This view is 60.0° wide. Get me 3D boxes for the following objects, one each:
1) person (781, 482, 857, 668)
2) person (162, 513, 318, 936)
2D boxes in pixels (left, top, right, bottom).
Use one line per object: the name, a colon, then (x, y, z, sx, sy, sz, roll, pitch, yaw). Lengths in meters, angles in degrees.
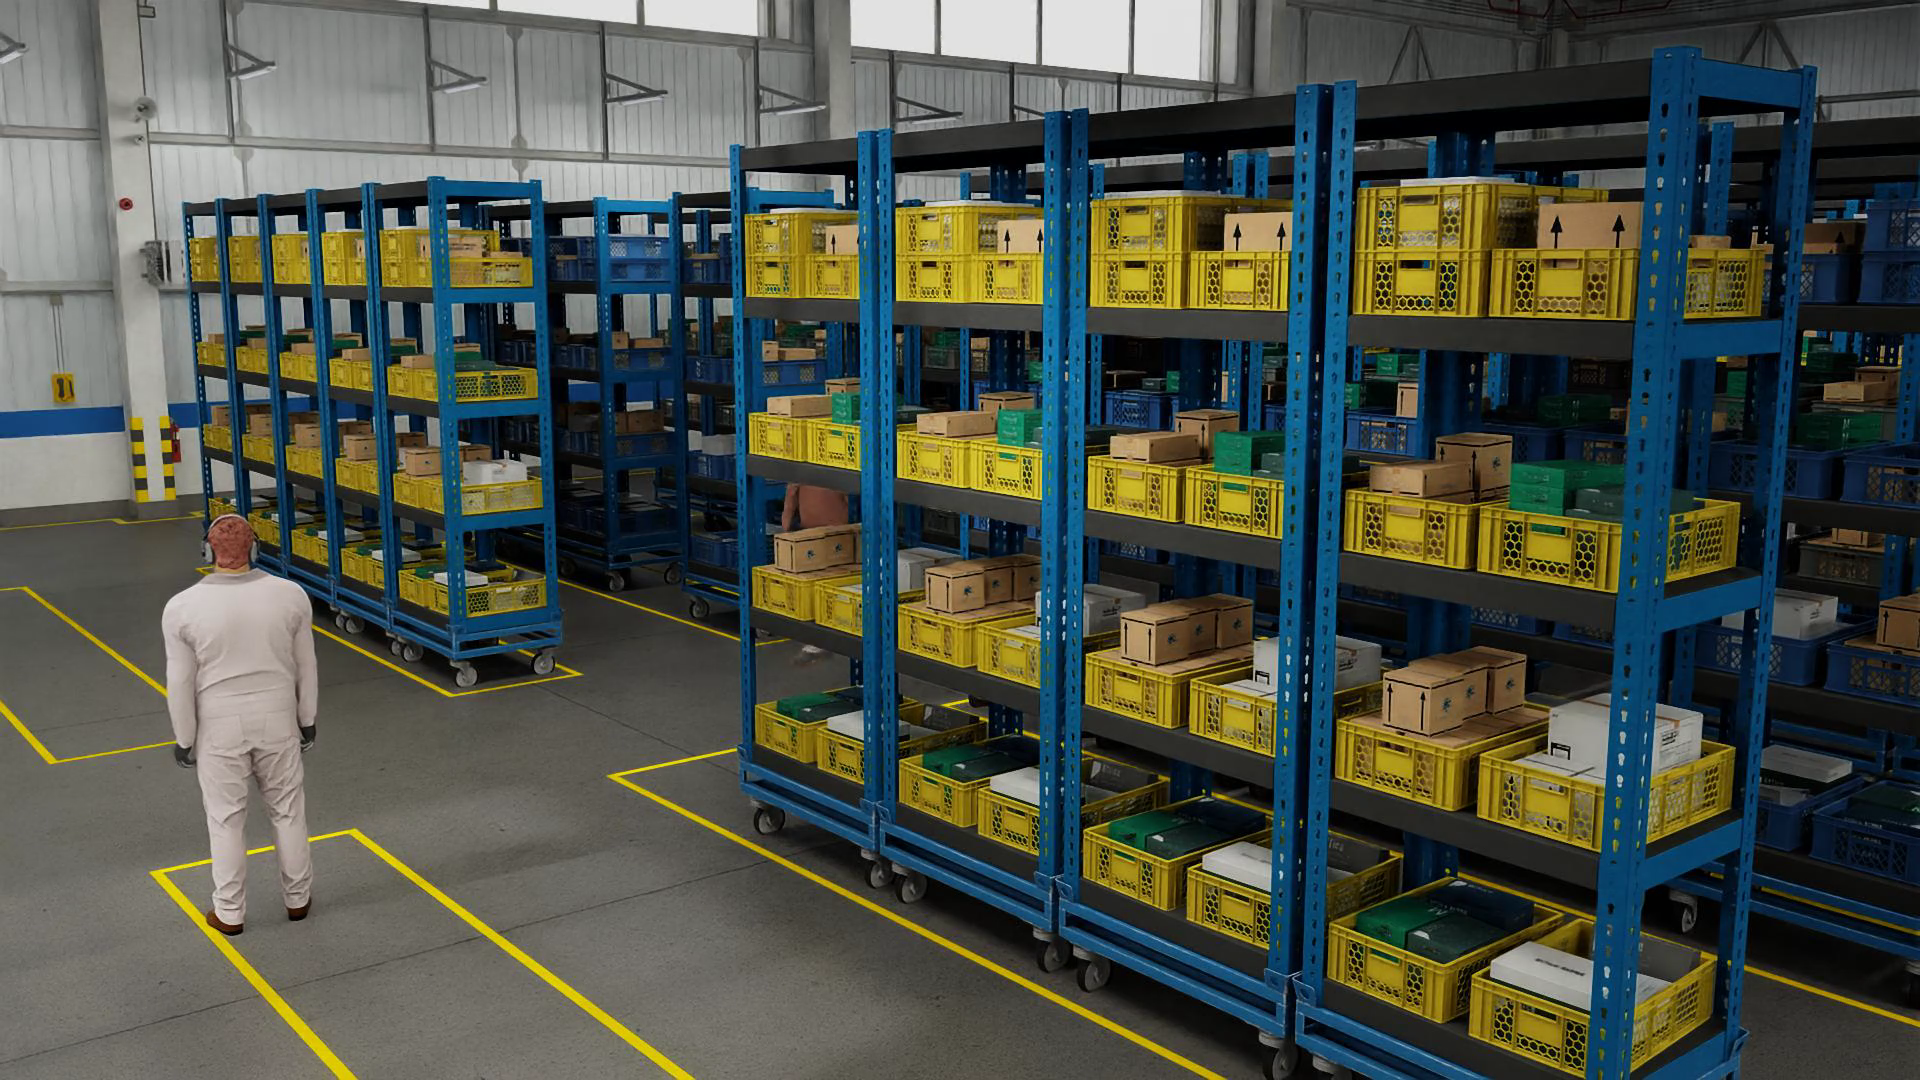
person: (-1.031, -0.062, 12.784, 0.613, 1.949, 1.027, 6, 11, 34)
person: (-3.239, 0.827, 7.529, 0.641, 1.908, 0.409, -7, 11, -34)
